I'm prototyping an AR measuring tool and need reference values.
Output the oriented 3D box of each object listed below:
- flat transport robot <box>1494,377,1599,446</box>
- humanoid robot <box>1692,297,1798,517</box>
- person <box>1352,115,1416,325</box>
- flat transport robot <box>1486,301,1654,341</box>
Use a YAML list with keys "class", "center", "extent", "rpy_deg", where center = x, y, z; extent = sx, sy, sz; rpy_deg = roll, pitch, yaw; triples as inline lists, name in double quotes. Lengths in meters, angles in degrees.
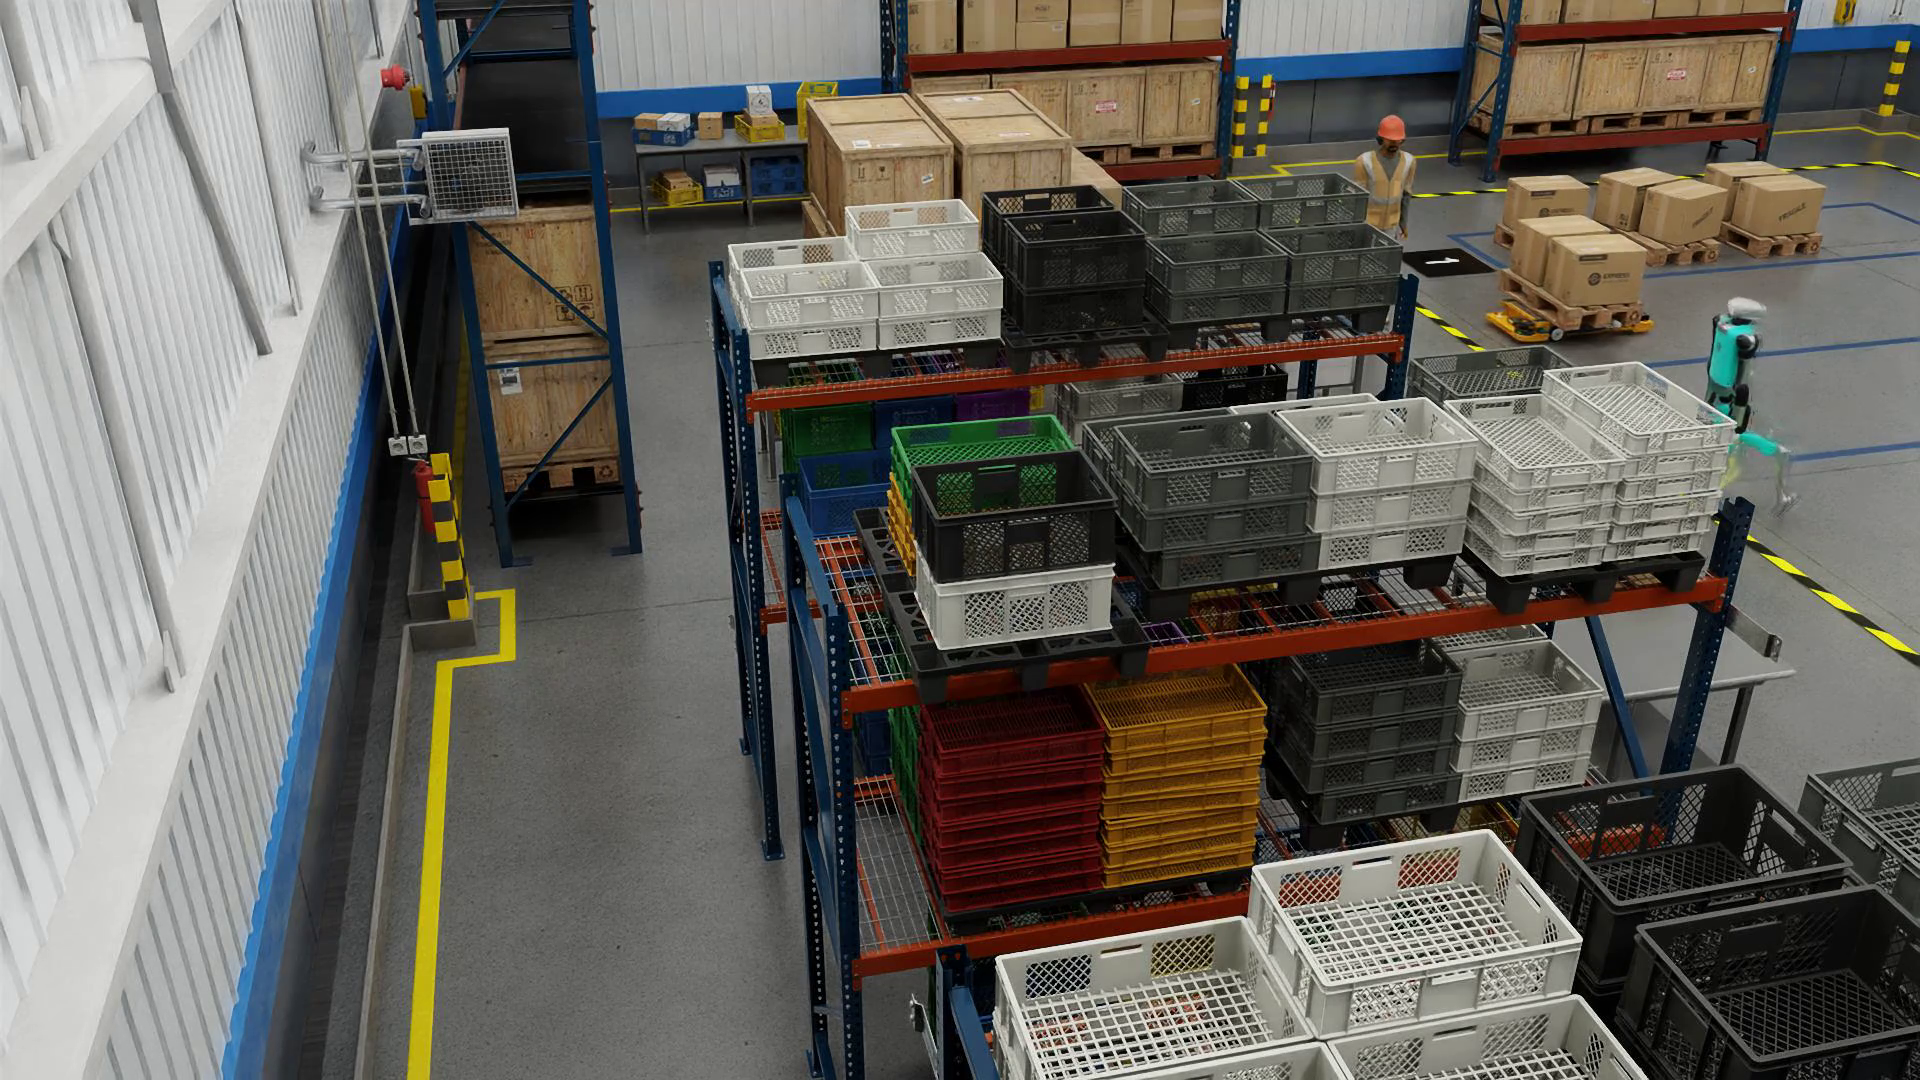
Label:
- class: "flat transport robot"
  center: [4.780, -1.036, 14.013]
  extent: [0.659, 0.231, 1.431]
  rpy_deg: [-6, 28, -12]
- class: "humanoid robot"
  center: [5.936, -0.941, 12.292]
  extent: [0.967, 1.772, 0.538]
  rpy_deg: [-1, 28, -2]
- class: "person"
  center: [4.022, -3.047, 15.926]
  extent: [0.605, 2.045, 0.387]
  rpy_deg: [-4, 28, -8]
- class: "flat transport robot"
  center: [5.927, -2.181, 16.154]
  extent: [1.431, 0.197, 0.652]
  rpy_deg: [-6, 28, -12]
